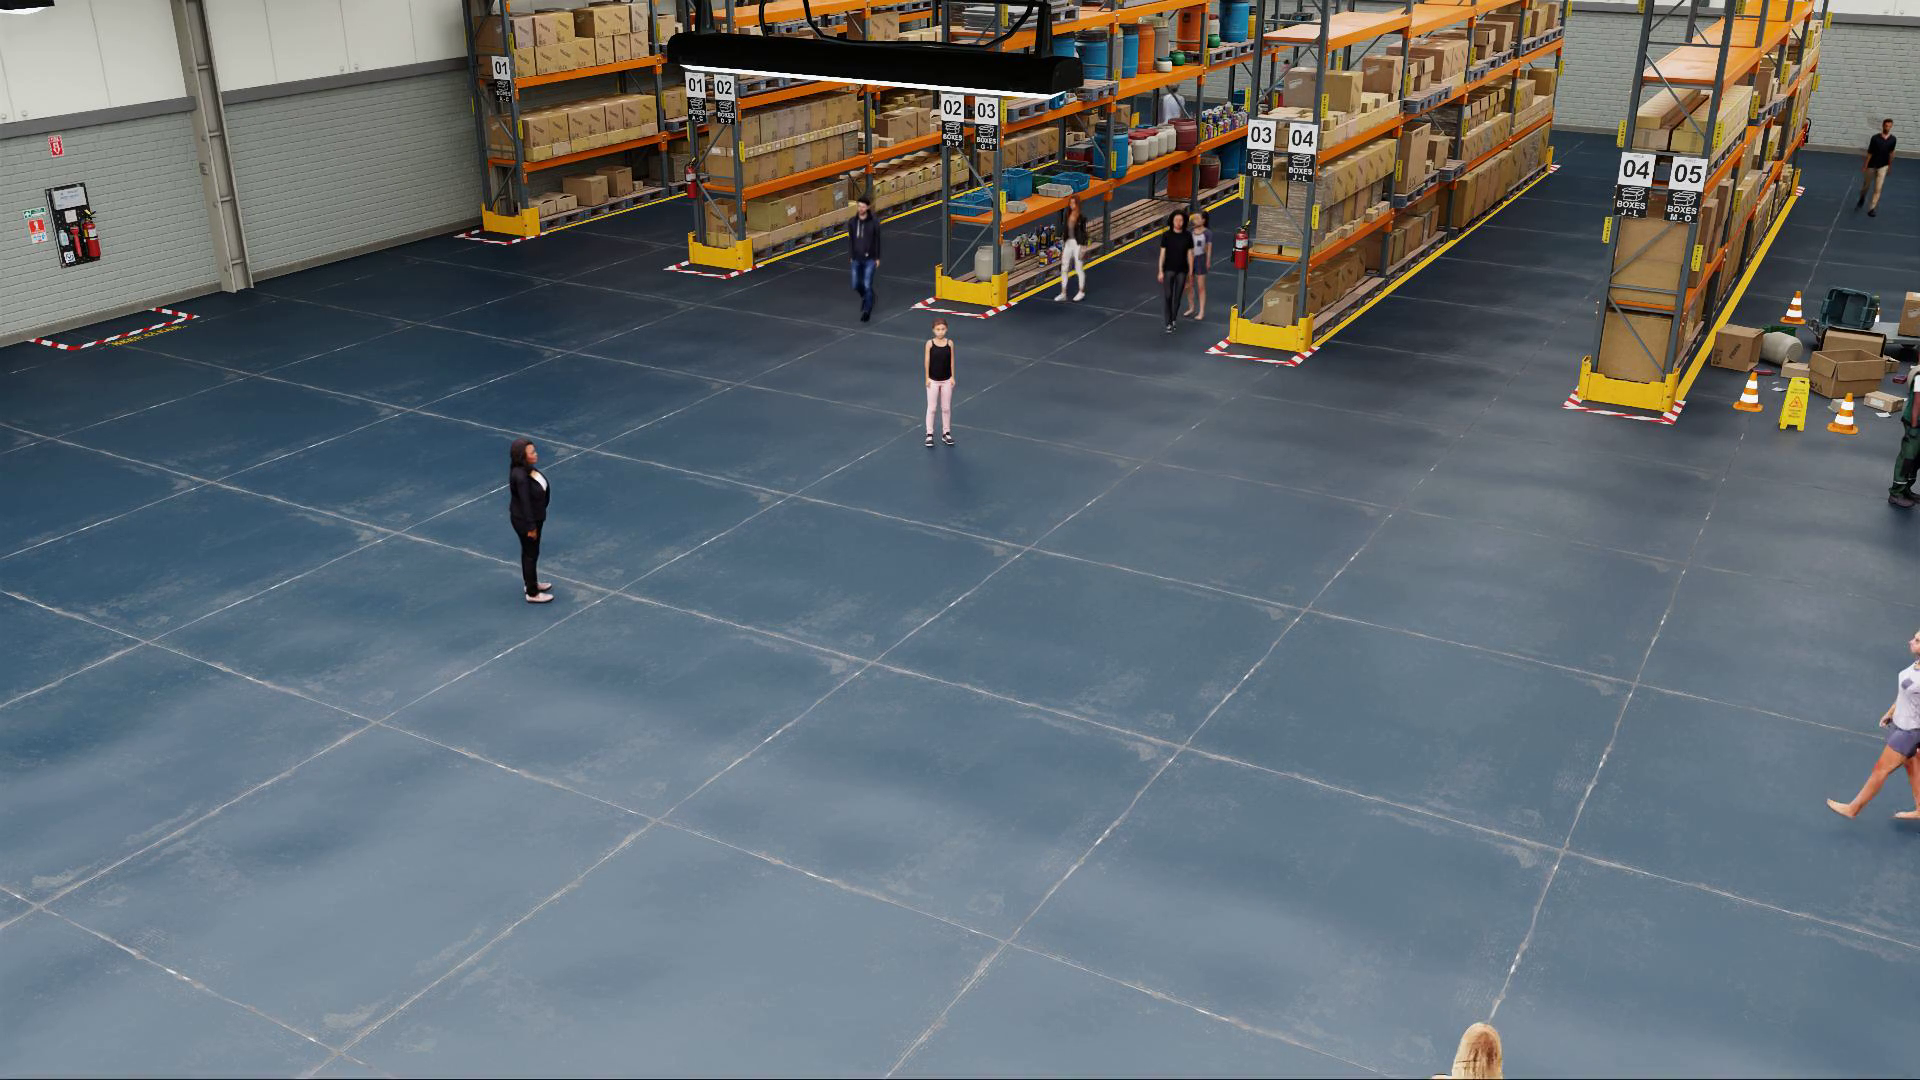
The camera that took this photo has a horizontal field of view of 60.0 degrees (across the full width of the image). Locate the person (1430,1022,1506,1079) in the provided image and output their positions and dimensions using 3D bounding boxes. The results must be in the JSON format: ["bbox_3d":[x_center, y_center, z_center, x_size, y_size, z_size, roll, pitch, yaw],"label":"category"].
[{"bbox_3d":[2.370,3.112,7.884,0.724,1.794,0.852,6,24,15],"label":"person"}]

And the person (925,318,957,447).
[{"bbox_3d":[-0.249,-1.917,20.000,0.623,1.565,0.680,-5,24,-12],"label":"person"}]

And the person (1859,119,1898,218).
[{"bbox_3d":[17.653,-7.187,32.054,0.796,1.832,1.079,7,24,15],"label":"person"}]

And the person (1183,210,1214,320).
[{"bbox_3d":[3.612,-4.193,25.251,0.605,1.646,0.648,-19,30,-38],"label":"person"}]

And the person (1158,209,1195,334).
[{"bbox_3d":[3.182,-4.000,24.580,0.939,1.816,1.081,0,23,1],"label":"person"}]

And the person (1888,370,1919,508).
[{"bbox_3d":[10.486,-1.285,18.165,0.663,1.839,0.817,-19,30,-38],"label":"person"}]

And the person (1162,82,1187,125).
[{"bbox_3d":[4.673,-9.182,36.787,0.719,1.799,1.167,11,25,25],"label":"person"}]

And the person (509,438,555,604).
[{"bbox_3d":[-4.130,-0.197,15.892,0.817,1.617,0.756,-6,24,-14],"label":"person"}]

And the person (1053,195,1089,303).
[{"bbox_3d":[1.852,-4.591,26.140,0.701,1.682,0.885,18,29,36],"label":"person"}]

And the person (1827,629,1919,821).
[{"bbox_3d":[7.058,1.397,12.183,0.690,1.585,0.896,10,25,22],"label":"person"}]

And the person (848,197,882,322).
[{"bbox_3d":[-1.406,-4.259,25.106,0.794,1.879,0.899,6,24,14],"label":"person"}]
